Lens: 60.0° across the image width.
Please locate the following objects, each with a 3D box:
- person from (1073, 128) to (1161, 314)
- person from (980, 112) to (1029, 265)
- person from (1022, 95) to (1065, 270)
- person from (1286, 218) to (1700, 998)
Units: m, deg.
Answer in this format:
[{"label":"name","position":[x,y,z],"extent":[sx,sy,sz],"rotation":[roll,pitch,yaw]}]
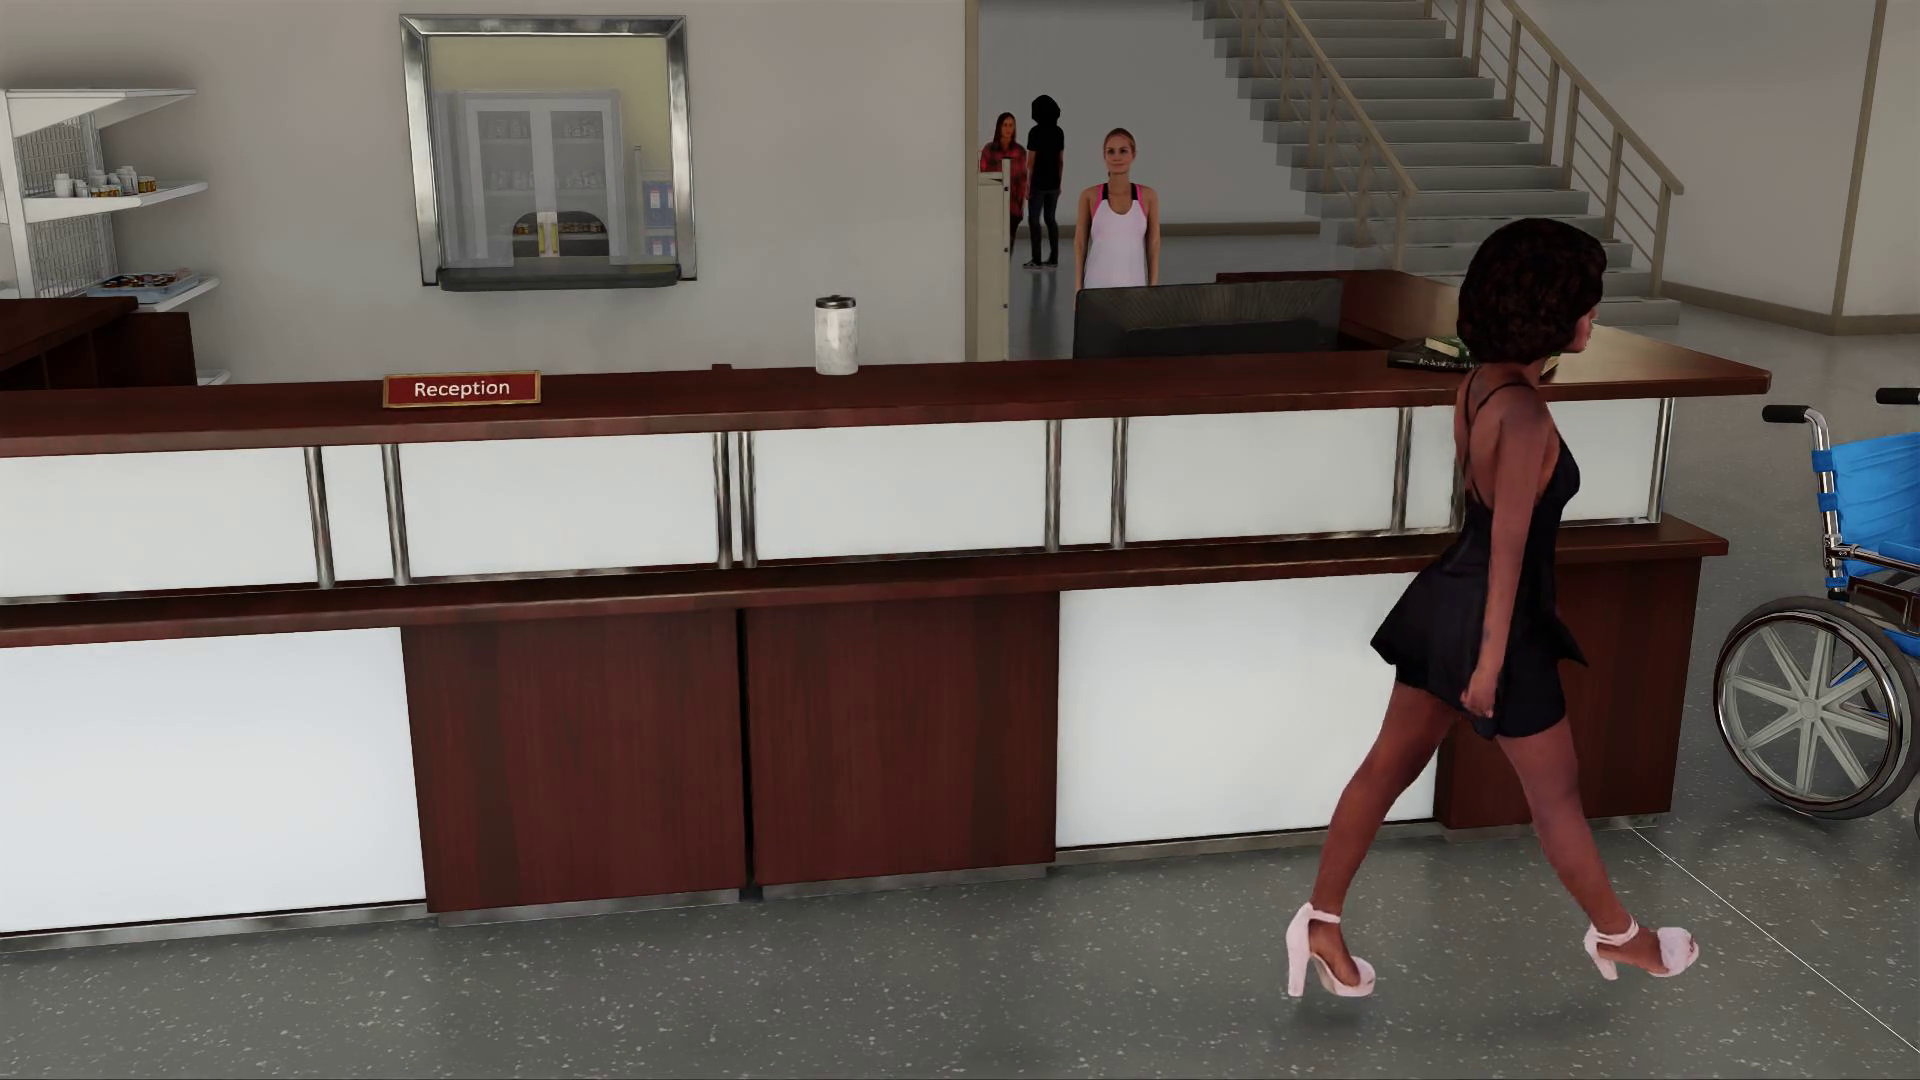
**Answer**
[{"label":"person","position":[0.822,-1.271,8.825],"extent":[0.650,1.788,0.593],"rotation":[1,16,3]},{"label":"person","position":[0.381,-3.166,15.727],"extent":[0.613,1.691,0.630],"rotation":[-3,16,-10]},{"label":"person","position":[0.914,-3.846,17.869],"extent":[0.708,1.823,0.683],"rotation":[-12,20,-36]},{"label":"person","position":[1.016,0.245,3.552],"extent":[0.672,1.731,1.095],"rotation":[-1,16,-4]}]
